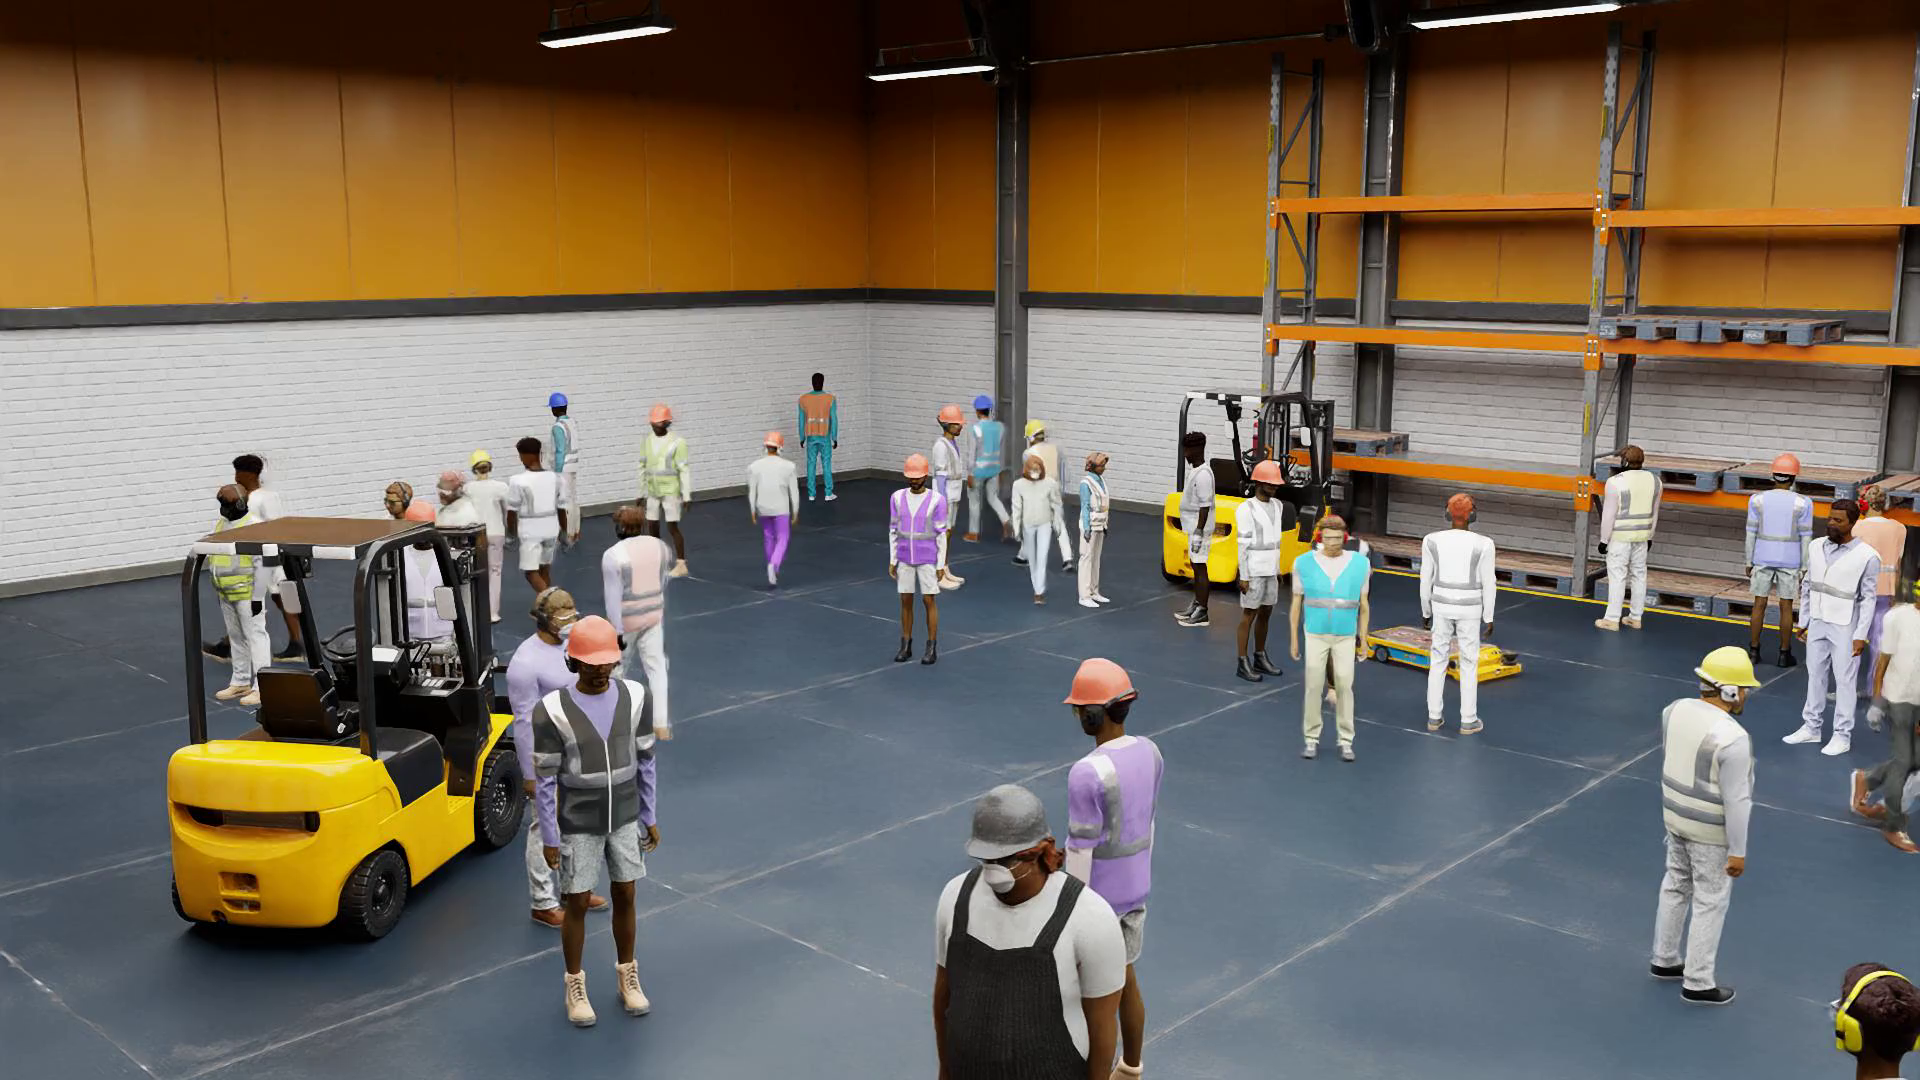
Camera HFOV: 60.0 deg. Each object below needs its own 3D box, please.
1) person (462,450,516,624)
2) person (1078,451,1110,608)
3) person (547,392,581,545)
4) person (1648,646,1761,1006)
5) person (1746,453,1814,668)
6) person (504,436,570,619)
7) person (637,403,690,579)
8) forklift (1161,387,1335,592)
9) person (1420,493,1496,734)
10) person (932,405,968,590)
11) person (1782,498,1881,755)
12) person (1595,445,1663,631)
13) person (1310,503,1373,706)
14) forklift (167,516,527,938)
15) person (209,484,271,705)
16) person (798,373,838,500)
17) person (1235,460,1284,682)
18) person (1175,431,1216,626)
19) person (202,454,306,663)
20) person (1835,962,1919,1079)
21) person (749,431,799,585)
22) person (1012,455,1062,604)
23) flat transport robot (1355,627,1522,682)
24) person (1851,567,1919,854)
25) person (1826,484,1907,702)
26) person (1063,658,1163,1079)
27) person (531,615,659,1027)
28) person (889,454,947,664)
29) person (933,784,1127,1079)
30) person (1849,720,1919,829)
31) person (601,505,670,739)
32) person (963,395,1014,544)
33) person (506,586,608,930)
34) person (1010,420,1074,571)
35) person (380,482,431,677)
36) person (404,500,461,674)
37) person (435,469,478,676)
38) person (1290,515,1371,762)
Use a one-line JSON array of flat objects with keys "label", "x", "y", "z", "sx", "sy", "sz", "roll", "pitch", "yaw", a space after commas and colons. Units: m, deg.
[{"label": "person", "x": -4.786, "y": -0.045, "z": 16.852, "sx": 0.539, "sy": 1.737, "sz": 0.719, "roll": -2, "pitch": 10, "yaw": -10}, {"label": "person", "x": 1.410, "y": -0.117, "z": 17.557, "sx": 0.308, "sy": 1.640, "sz": 0.511, "roll": 5, "pitch": 11, "yaw": 26}, {"label": "person", "x": -5.046, "y": -0.906, "z": 21.171, "sx": 0.395, "sy": 1.943, "sz": 0.617, "roll": 1, "pitch": 10, "yaw": 4}, {"label": "person", "x": 3.727, "y": 1.418, "z": 8.306, "sx": 0.403, "sy": 1.818, "sz": 0.605, "roll": -2, "pitch": 10, "yaw": -10}, {"label": "person", "x": 7.368, "y": 0.184, "z": 14.990, "sx": 0.545, "sy": 1.938, "sz": 0.362, "roll": 7, "pitch": 12, "yaw": 35}, {"label": "person", "x": -4.150, "y": -0.065, "z": 16.470, "sx": 0.857, "sy": 1.931, "sz": 0.622, "roll": 8, "pitch": 13, "yaw": 40}, {"label": "person", "x": -3.399, "y": -0.563, "z": 18.974, "sx": 0.651, "sy": 2.034, "sz": 0.416, "roll": 5, "pitch": 11, "yaw": 25}, {"label": "forklift", "x": 3.298, "y": -0.608, "z": 18.767, "sx": 1.214, "sy": 2.155, "sz": 2.313, "roll": 9, "pitch": 13, "yaw": 42}, {"label": "person", "x": 3.869, "y": 0.571, "z": 12.939, "sx": 0.575, "sy": 1.885, "sz": 0.355, "roll": 6, "pitch": 11, "yaw": 29}, {"label": "person", "x": -0.106, "y": -0.478, "z": 18.458, "sx": 0.391, "sy": 2.040, "sz": 0.615, "roll": 2, "pitch": 10, "yaw": 11}, {"label": "person", "x": 6.554, "y": 0.637, "z": 12.457, "sx": 0.392, "sy": 1.922, "sz": 0.591, "roll": -4, "pitch": 11, "yaw": -24}, {"label": "person", "x": 6.586, "y": -0.022, "z": 16.442, "sx": 0.625, "sy": 1.843, "sz": 0.429, "roll": -3, "pitch": 10, "yaw": -17}, {"label": "person", "x": 3.163, "y": 0.507, "z": 13.949, "sx": 0.536, "sy": 1.646, "sz": 0.836, "roll": 0, "pitch": 10, "yaw": 1}, {"label": "forklift", "x": -3.583, "y": 0.976, "z": 9.748, "sx": 1.214, "sy": 2.155, "sz": 2.313, "roll": 2, "pitch": 10, "yaw": 11}, {"label": "person", "x": -5.972, "y": 0.443, "z": 13.798, "sx": 0.626, "sy": 1.842, "sz": 0.429, "roll": 7, "pitch": 12, "yaw": 35}, {"label": "person", "x": -2.122, "y": -1.542, "z": 24.885, "sx": 0.590, "sy": 1.914, "sz": 0.399, "roll": 2, "pitch": 10, "yaw": 9}, {"label": "person", "x": 2.650, "y": 0.263, "z": 14.542, "sx": 0.552, "sy": 1.934, "sz": 0.364, "roll": -9, "pitch": 13, "yaw": -41}, {"label": "person", "x": 2.368, "y": -0.119, "z": 16.653, "sx": 0.371, "sy": 1.959, "sz": 0.602, "roll": 0, "pitch": 10, "yaw": 3}, {"label": "person", "x": -6.444, "y": 0.179, "z": 15.059, "sx": 0.968, "sy": 1.915, "sz": 0.631, "roll": 0, "pitch": 10, "yaw": 1}, {"label": "person", "x": 2.435, "y": 2.059, "z": 4.541, "sx": 0.505, "sy": 1.864, "sz": 0.331, "roll": -2, "pitch": 10, "yaw": -9}, {"label": "person", "x": -2.097, "y": -0.356, "z": 18.666, "sx": 0.570, "sy": 1.731, "sz": 0.700, "roll": 2, "pitch": 10, "yaw": 10}, {"label": "person", "x": 0.810, "y": -0.113, "z": 17.634, "sx": 0.517, "sy": 1.585, "sz": 0.796, "roll": 2, "pitch": 10, "yaw": 9}, {"label": "flat transport robot", "x": 4.276, "y": 1.008, "z": 15.040, "sx": 0.652, "sy": 0.197, "sz": 1.431, "roll": -7, "pitch": 12, "yaw": -35}, {"label": "person", "x": 6.009, "y": 1.011, "z": 10.607, "sx": 0.555, "sy": 1.840, "sz": 0.733, "roll": -1, "pitch": 10, "yaw": -6}, {"label": "person", "x": 7.483, "y": 0.462, "z": 13.697, "sx": 0.562, "sy": 1.838, "sz": 0.387, "roll": -2, "pitch": 10, "yaw": -9}, {"label": "person", "x": 0.614, "y": 1.510, "z": 7.185, "sx": 0.411, "sy": 2.033, "sz": 0.613, "roll": 7, "pitch": 12, "yaw": 37}, {"label": "person", "x": -1.745, "y": 1.355, "z": 8.069, "sx": 0.601, "sy": 2.035, "sz": 0.408, "roll": -6, "pitch": 12, "yaw": -32}, {"label": "person", "x": -0.389, "y": 0.172, "z": 15.093, "sx": 0.546, "sy": 1.929, "sz": 0.390, "roll": 3, "pitch": 11, "yaw": 18}, {"label": "person", "x": 0.187, "y": 1.783, "z": 5.594, "sx": 0.687, "sy": 2.000, "sz": 0.537, "roll": 6, "pitch": 11, "yaw": 30}, {"label": "person", "x": 6.147, "y": 1.024, "z": 10.374, "sx": 0.814, "sy": 1.897, "sz": 0.627, "roll": 5, "pitch": 11, "yaw": 28}, {"label": "person", "x": -2.583, "y": 0.614, "z": 12.916, "sx": 0.927, "sy": 1.798, "sz": 0.634, "roll": 10, "pitch": 14, "yaw": 44}, {"label": "person", "x": 0.356, "y": -0.886, "z": 21.129, "sx": 0.624, "sy": 1.923, "sz": 0.816, "roll": -8, "pitch": 12, "yaw": -37}, {"label": "person", "x": -2.251, "y": 1.199, "z": 9.252, "sx": 0.367, "sy": 1.929, "sz": 0.637, "roll": 4, "pitch": 11, "yaw": 20}, {"label": "person", "x": 0.994, "y": -0.514, "z": 19.456, "sx": 0.632, "sy": 1.772, "sz": 0.962, "roll": -8, "pitch": 12, "yaw": -37}, {"label": "person", "x": -4.637, "y": 0.417, "z": 13.942, "sx": 0.505, "sy": 1.840, "sz": 0.345, "roll": 2, "pitch": 10, "yaw": 10}, {"label": "person", "x": -3.927, "y": 0.664, "z": 12.258, "sx": 0.543, "sy": 1.939, "sz": 0.356, "roll": -3, "pitch": 10, "yaw": -18}, {"label": "person", "x": -4.411, "y": 0.300, "z": 14.539, "sx": 0.448, "sy": 1.873, "sz": 0.682, "roll": -6, "pitch": 12, "yaw": -30}, {"label": "person", "x": 2.727, "y": 0.714, "z": 12.288, "sx": 0.580, "sy": 1.833, "sz": 0.405, "roll": 1, "pitch": 10, "yaw": 7}]
